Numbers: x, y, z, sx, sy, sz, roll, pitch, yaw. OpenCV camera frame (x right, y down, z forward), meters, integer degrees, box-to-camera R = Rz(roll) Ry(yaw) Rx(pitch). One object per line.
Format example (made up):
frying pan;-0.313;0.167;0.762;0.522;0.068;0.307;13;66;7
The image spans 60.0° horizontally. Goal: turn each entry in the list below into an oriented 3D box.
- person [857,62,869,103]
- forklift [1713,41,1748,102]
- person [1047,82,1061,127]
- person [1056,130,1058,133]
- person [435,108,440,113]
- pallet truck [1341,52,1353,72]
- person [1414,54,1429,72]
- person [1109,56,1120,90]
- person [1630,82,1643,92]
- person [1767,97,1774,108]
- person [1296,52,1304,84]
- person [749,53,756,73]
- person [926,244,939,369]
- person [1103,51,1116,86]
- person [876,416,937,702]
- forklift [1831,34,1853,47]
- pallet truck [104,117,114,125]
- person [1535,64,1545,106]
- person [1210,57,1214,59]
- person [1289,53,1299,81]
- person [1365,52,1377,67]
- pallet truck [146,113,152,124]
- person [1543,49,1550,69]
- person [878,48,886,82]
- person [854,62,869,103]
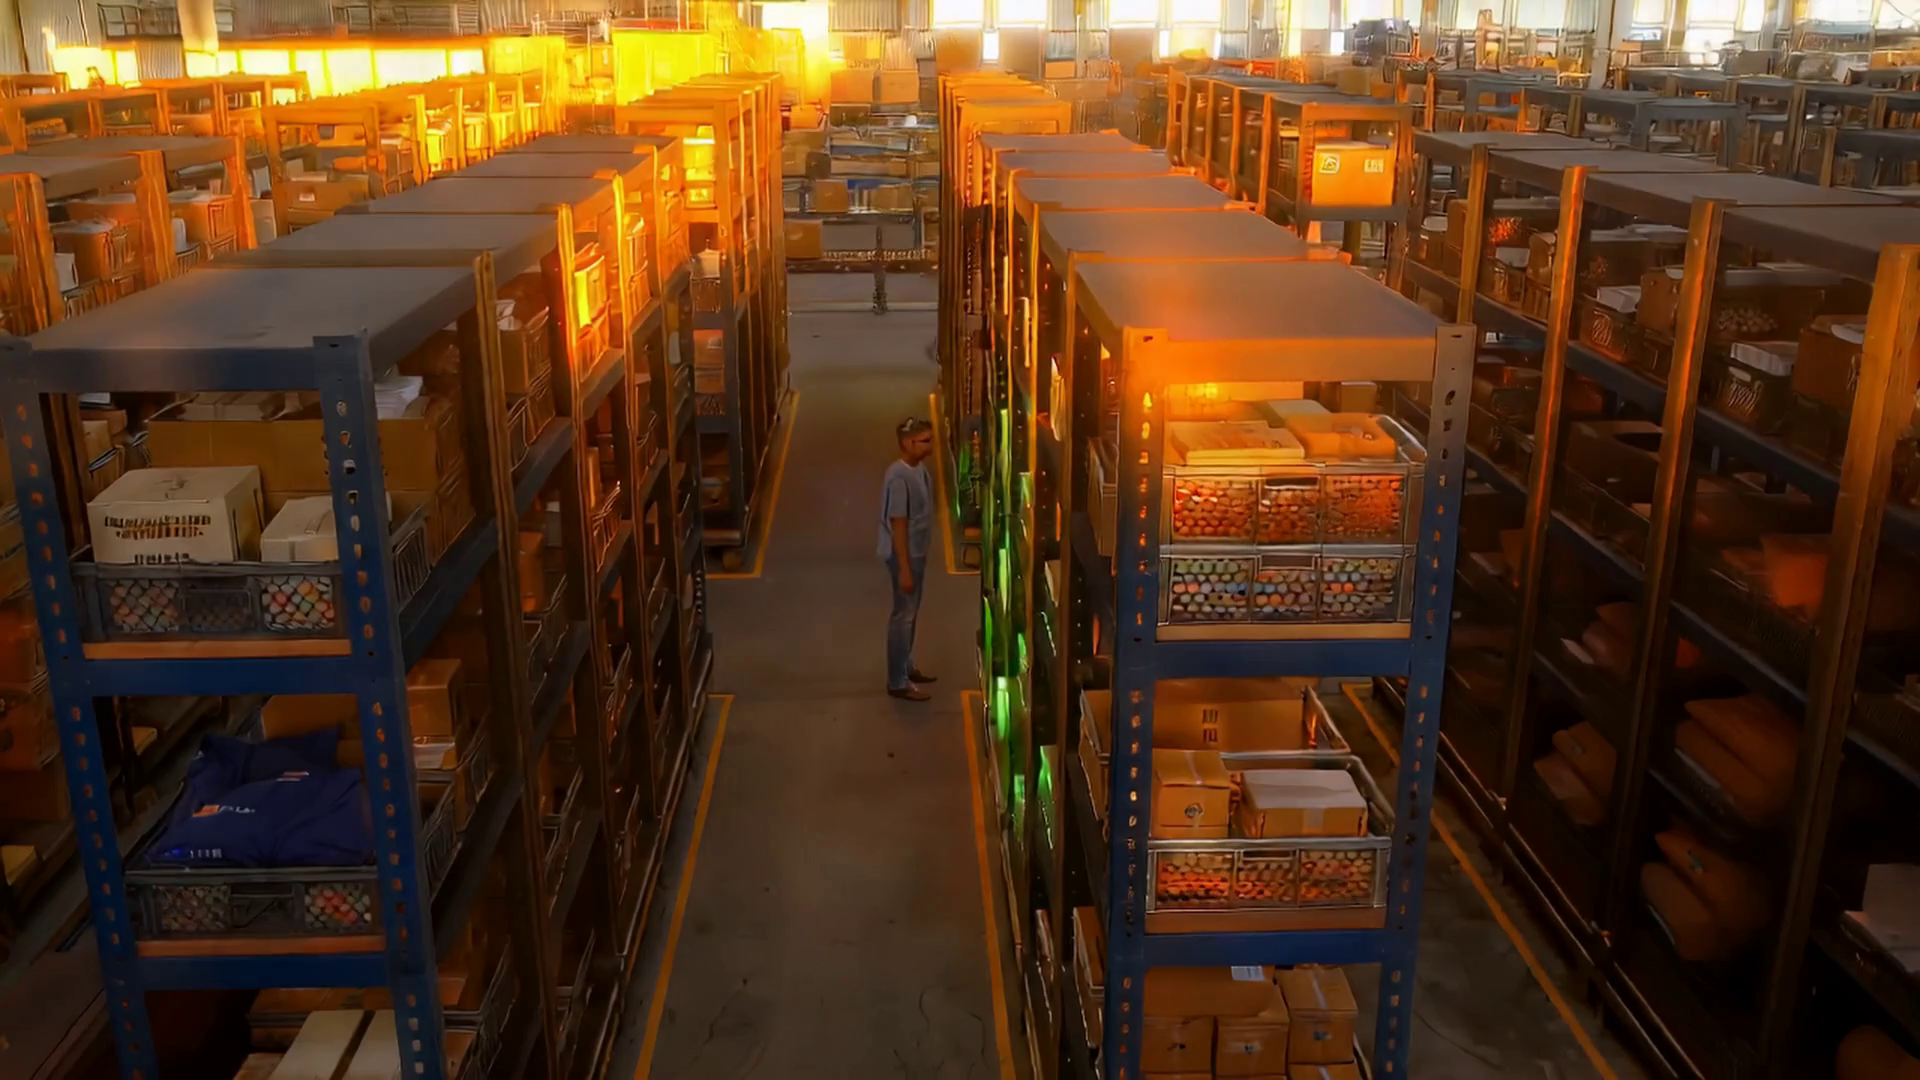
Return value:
person;-4.087;-19.260;70.442;0.550;1.884;0.988;-10;21;-29
forklift;31.051;-18.679;67.067;1.129;2.768;1.873;-1;18;-2
person;2.818;-13.031;51.011;0.612;1.991;0.392;-8;19;-22
person;2.060;-8.238;36.750;0.502;1.632;0.277;-5;19;-15
person;-17.311;-14.269;55.292;0.519;1.717;0.503;-5;19;-15
pallet truck;18.794;-23.123;82.231;0.823;1.965;1.885;-13;22;-35
person;21.435;-21.561;77.328;0.674;2.000;0.535;7;19;20
person;7.311;-21.903;78.660;0.574;1.877;0.354;-6;19;-17
person;26.079;-17.242;64.103;0.600;1.945;0.629;-9;20;-27
person;31.411;-17.163;64.362;0.311;1.638;0.523;3;18;9
person;17.095;-23.581;83.776;0.586;1.920;0.396;-9;20;-26
person;-10.761;-24.312;86.258;0.552;1.777;1.015;-11;21;-31
person;-0.062;-2.951;19.780;0.549;2.026;0.611;11;21;31
person;8.104;-25.363;89.431;0.732;1.840;0.520;6;19;19
person;-0.341;0.103;10.602;0.372;1.843;0.570;2;18;8
forklift;44.028;-23.961;83.412;1.129;2.768;1.873;-1;18;-2
pallet truck;-18.367;-7.885;35.078;1.885;1.965;0.823;1;18;2
person;24.096;-18.862;69.274;0.512;1.860;0.322;-9;20;-27
person;11.684;-21.559;77.594;0.424;1.867;0.614;-13;22;-36
person;16.424;-23.049;82.136;0.900;1.921;0.609;-14;23;-37
person;21.139;-24.105;85.402;0.700;1.916;0.633;-11;21;-31
pallet truck;-18.087;-8.309;36.390;1.885;1.965;0.823;-1;18;-4
person;31.867;-25.642;90.202;0.872;1.897;0.606;0;18;1
person;-4.247;-26.844;93.939;0.877;1.873;0.604;-3;18;-8
person;-4.202;-19.429;70.981;0.630;1.879;0.480;8;19;22
